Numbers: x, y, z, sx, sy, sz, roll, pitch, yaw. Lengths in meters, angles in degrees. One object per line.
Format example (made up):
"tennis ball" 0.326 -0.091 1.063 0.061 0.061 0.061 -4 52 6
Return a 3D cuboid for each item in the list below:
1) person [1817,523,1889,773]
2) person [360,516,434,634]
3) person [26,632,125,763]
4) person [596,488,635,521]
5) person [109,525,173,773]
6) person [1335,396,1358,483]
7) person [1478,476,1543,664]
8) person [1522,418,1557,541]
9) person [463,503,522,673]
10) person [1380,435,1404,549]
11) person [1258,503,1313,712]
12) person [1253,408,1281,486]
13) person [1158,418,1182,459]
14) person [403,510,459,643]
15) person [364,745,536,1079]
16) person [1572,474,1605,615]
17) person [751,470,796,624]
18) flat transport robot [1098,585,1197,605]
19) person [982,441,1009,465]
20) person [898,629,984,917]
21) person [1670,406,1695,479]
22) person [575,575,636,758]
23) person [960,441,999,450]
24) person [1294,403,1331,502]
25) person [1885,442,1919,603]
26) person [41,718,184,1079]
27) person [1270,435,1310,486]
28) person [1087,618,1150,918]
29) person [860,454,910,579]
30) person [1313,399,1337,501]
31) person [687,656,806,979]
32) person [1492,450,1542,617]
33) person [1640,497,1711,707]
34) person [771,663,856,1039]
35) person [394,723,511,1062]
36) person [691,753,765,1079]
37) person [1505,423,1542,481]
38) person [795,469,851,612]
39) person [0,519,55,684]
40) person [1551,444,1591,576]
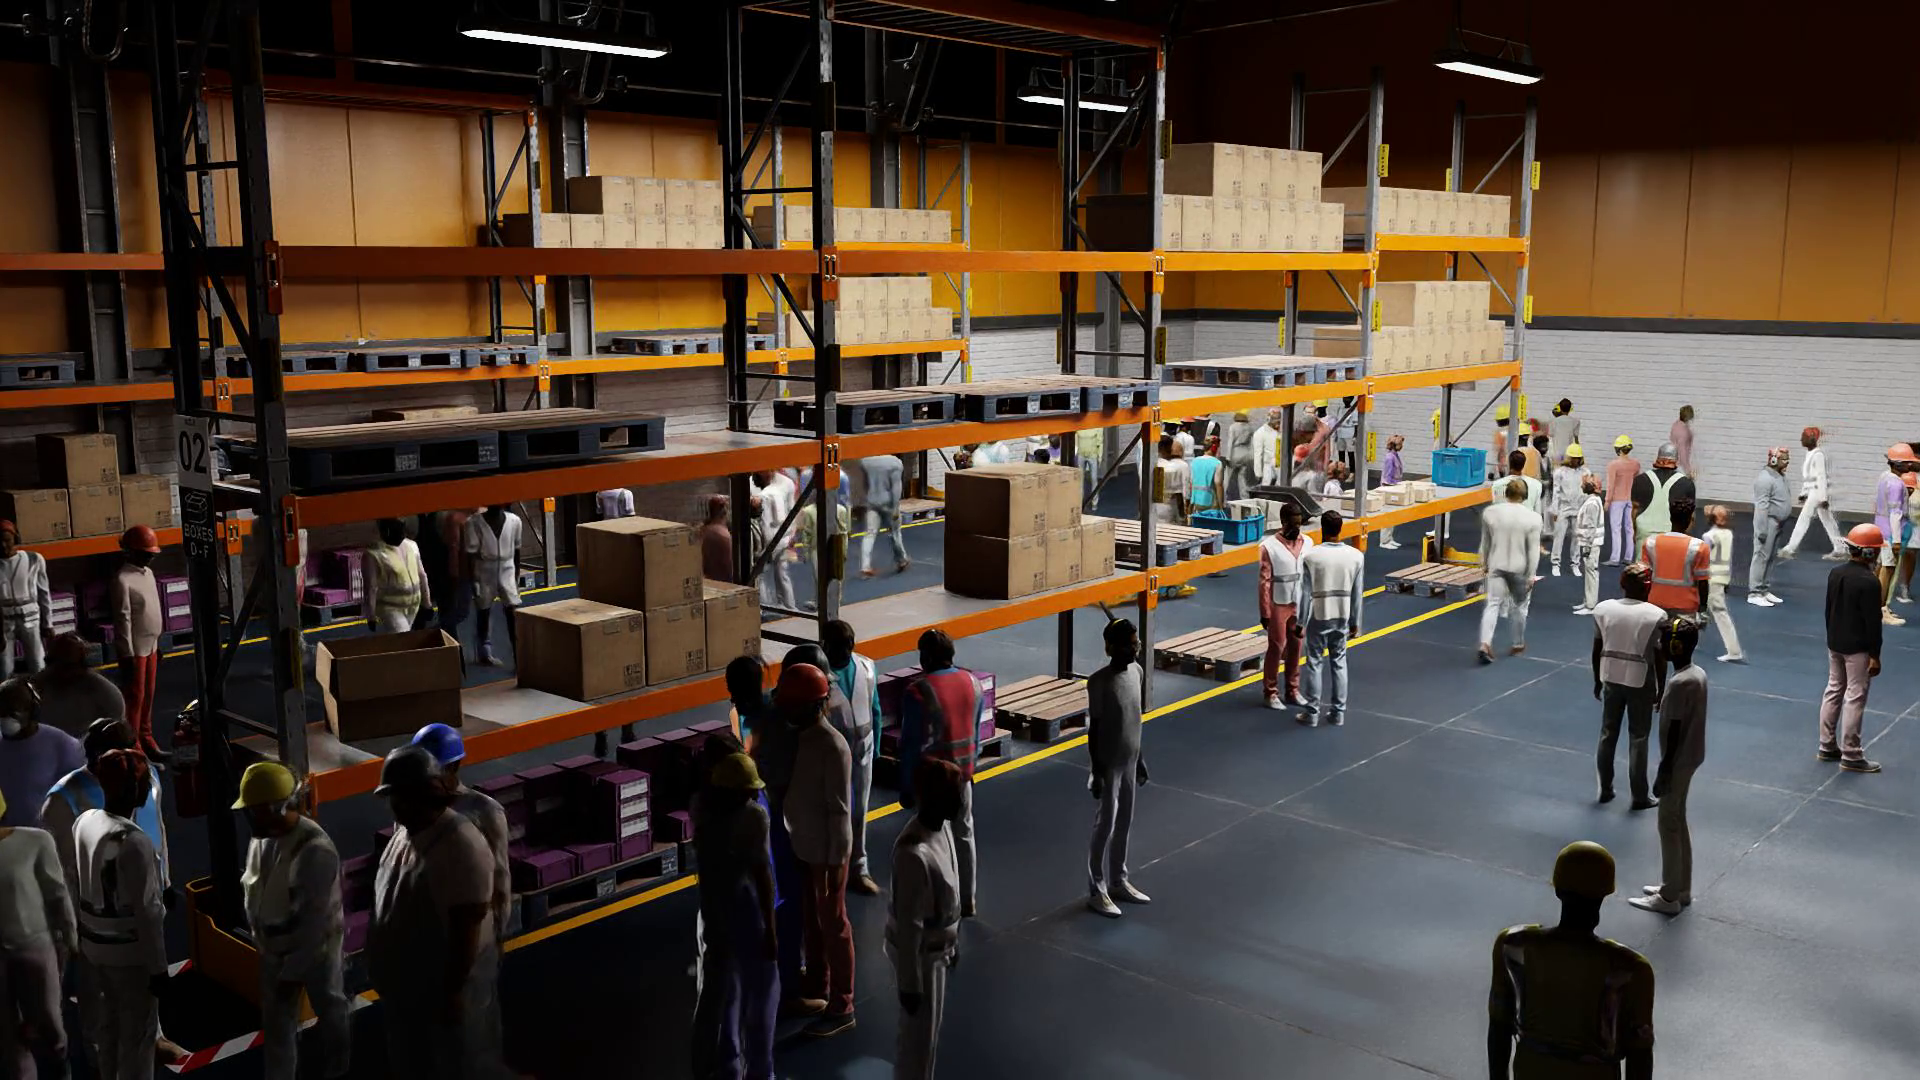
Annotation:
"person" 7.169 0.854 13.327 0.379 1.995 0.612 -1 10 -6
"person" -5.196 0.620 15.310 0.954 1.800 0.637 4 10 25
"person" -5.399 1.440 10.213 0.707 1.863 0.820 3 10 15
"person" -4.060 -0.072 19.739 0.534 1.697 0.318 4 10 24
"person" -6.541 0.863 13.305 0.407 1.983 0.612 -1 10 -5
"person" 7.120 -1.903 30.673 0.315 1.696 0.541 -7 12 -36
"person" 5.568 0.301 16.903 0.630 1.910 0.936 6 11 31
"person" 8.461 -0.883 24.270 0.543 1.796 0.604 -3 10 -17
"person" -4.586 0.366 16.470 0.612 1.911 0.994 -6 11 -31
"person" 6.118 -0.684 23.594 0.313 1.630 0.524 4 10 22
"person" 2.952 0.598 15.122 0.597 1.908 0.401 -6 11 -30
"person" 4.686 -1.036 24.917 0.652 1.896 0.402 -6 11 -32
"person" 3.013 -0.923 24.164 0.395 1.919 0.588 3 10 20
"person" -5.390 0.232 16.899 0.681 2.000 0.535 -3 10 -17
"person" -2.281 1.841 7.296 0.695 2.000 0.770 7 12 35
"person" 7.259 0.051 19.169 0.314 1.641 0.515 4 10 22
"person" -2.124 0.058 18.525 0.661 1.847 0.603 3 10 15
"flat transport robot" 2.120 0.573 20.136 1.431 0.197 0.652 -6 11 -33
"person" 0.431 -0.717 22.873 0.356 1.939 0.542 -8 12 -40
"person" -0.128 1.458 10.231 0.632 1.834 0.433 -9 13 -42
"person" 11.008 -1.120 25.437 0.401 1.896 0.670 2 10 10
"person" -2.854 0.840 13.650 0.583 1.912 0.361 0 10 -1
"person" 0.271 -0.892 23.797 0.608 1.987 0.402 -4 10 -23
"person" 5.349 -1.142 25.501 0.642 1.909 0.399 3 10 16
"person" 11.338 -0.236 19.991 0.628 1.940 0.657 1 10 7
"person" -4.179 1.778 8.277 0.429 1.839 0.621 4 10 24
"person" 4.348 -0.491 21.891 0.519 1.804 0.953 3 10 17
"person" 0.999 1.403 10.417 0.316 1.870 0.532 9 13 42
"person" -0.985 -0.447 21.478 0.628 1.882 1.038 5 11 28
"person" 5.852 -1.388 26.955 0.406 1.916 0.585 -4 11 -25
"person" -1.154 1.570 9.446 0.955 1.854 0.605 -6 11 -30
"person" 6.351 -0.066 19.047 0.596 1.916 0.373 -1 10 -6
"person" 6.455 0.581 15.037 0.613 1.965 0.361 8 13 40
"person" -0.781 1.619 8.796 0.408 1.986 0.617 -6 11 -32
"person" -2.393 1.800 7.813 0.607 1.948 0.389 3 10 16
"person" -1.092 1.871 8.041 0.327 1.737 0.490 4 10 20
"person" 7.502 -0.607 22.298 0.597 1.911 0.398 -5 11 -28
"person" -1.643 -0.157 19.382 0.632 1.984 1.047 5 11 27
"person" -8.144 0.746 14.331 0.592 1.873 0.349 -6 11 -33
"person" 7.896 -0.384 21.496 0.480 1.733 0.335 0 10 0
